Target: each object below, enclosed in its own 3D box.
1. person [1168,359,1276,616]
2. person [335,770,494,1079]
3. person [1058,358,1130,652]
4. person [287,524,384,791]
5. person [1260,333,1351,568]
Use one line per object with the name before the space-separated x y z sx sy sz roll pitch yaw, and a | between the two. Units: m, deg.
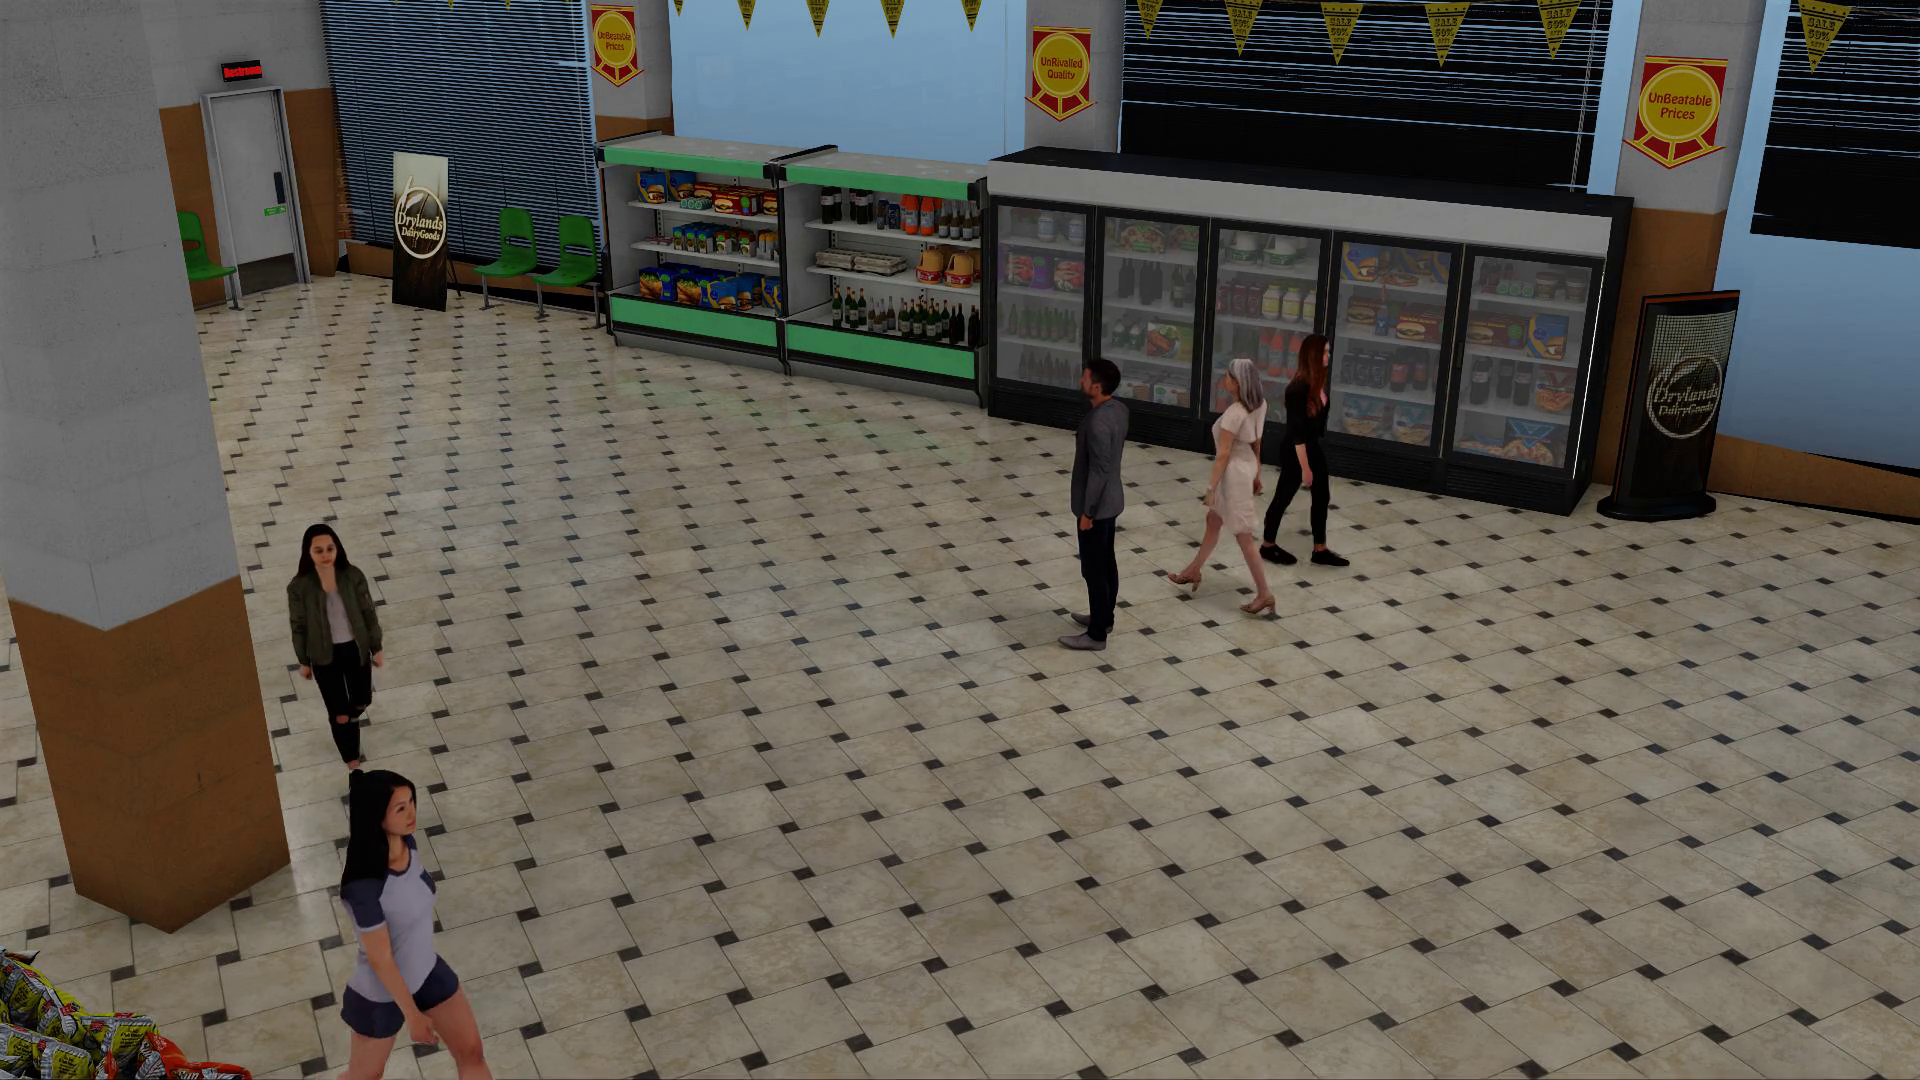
person | 1.863 -0.303 10.797 1.053 1.692 0.647 14 26 31
person | -2.123 1.619 6.056 1.210 1.660 0.881 4 22 9
person | 0.865 -0.232 10.374 0.672 1.876 0.728 7 23 17
person | -3.322 0.594 8.882 0.885 1.454 1.048 -12 25 -28
person | 2.285 -0.624 11.596 0.883 1.691 0.679 14 26 32
